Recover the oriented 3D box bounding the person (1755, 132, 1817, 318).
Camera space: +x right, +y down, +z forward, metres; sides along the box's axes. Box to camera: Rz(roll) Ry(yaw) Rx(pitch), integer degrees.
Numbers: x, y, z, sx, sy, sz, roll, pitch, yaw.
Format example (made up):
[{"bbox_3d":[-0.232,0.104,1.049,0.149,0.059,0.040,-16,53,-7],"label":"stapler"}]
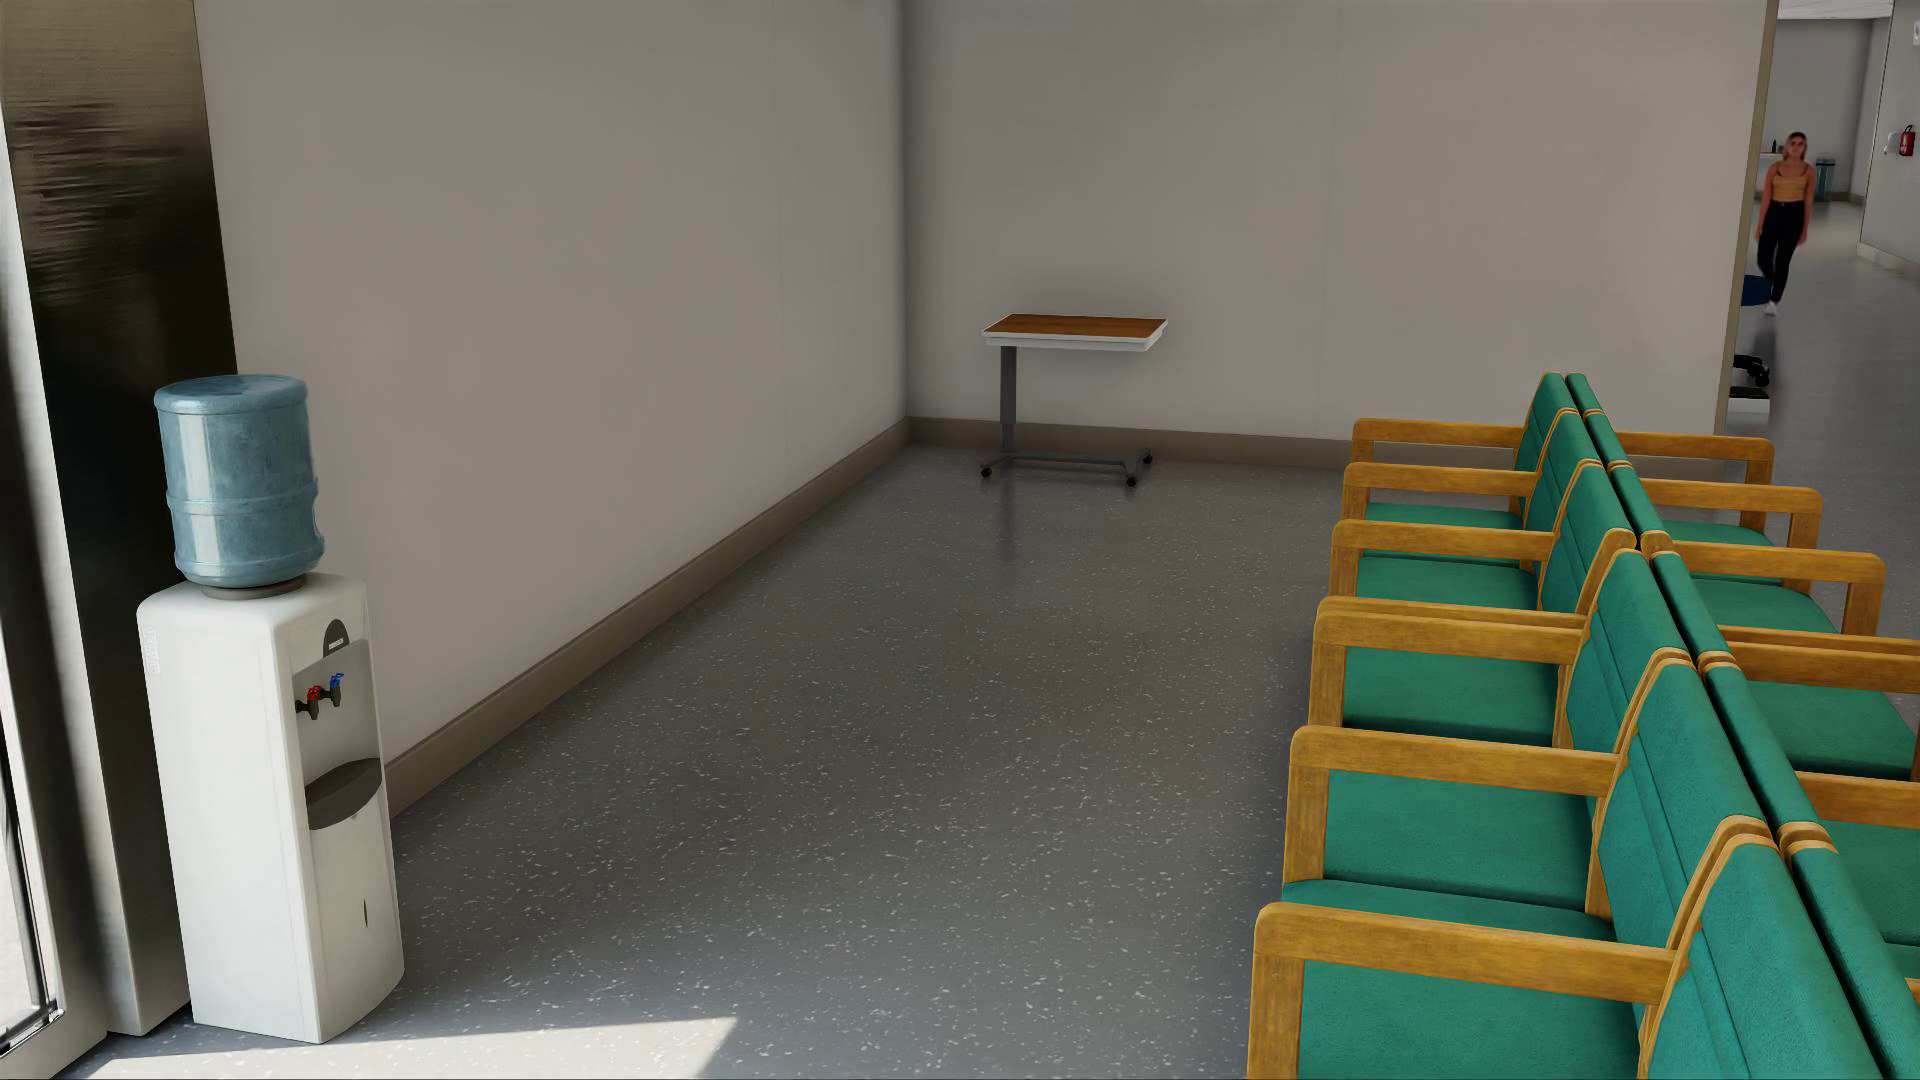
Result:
[{"bbox_3d":[7.429,-2.847,15.003,0.853,1.620,0.794,10,18,31],"label":"person"}]
